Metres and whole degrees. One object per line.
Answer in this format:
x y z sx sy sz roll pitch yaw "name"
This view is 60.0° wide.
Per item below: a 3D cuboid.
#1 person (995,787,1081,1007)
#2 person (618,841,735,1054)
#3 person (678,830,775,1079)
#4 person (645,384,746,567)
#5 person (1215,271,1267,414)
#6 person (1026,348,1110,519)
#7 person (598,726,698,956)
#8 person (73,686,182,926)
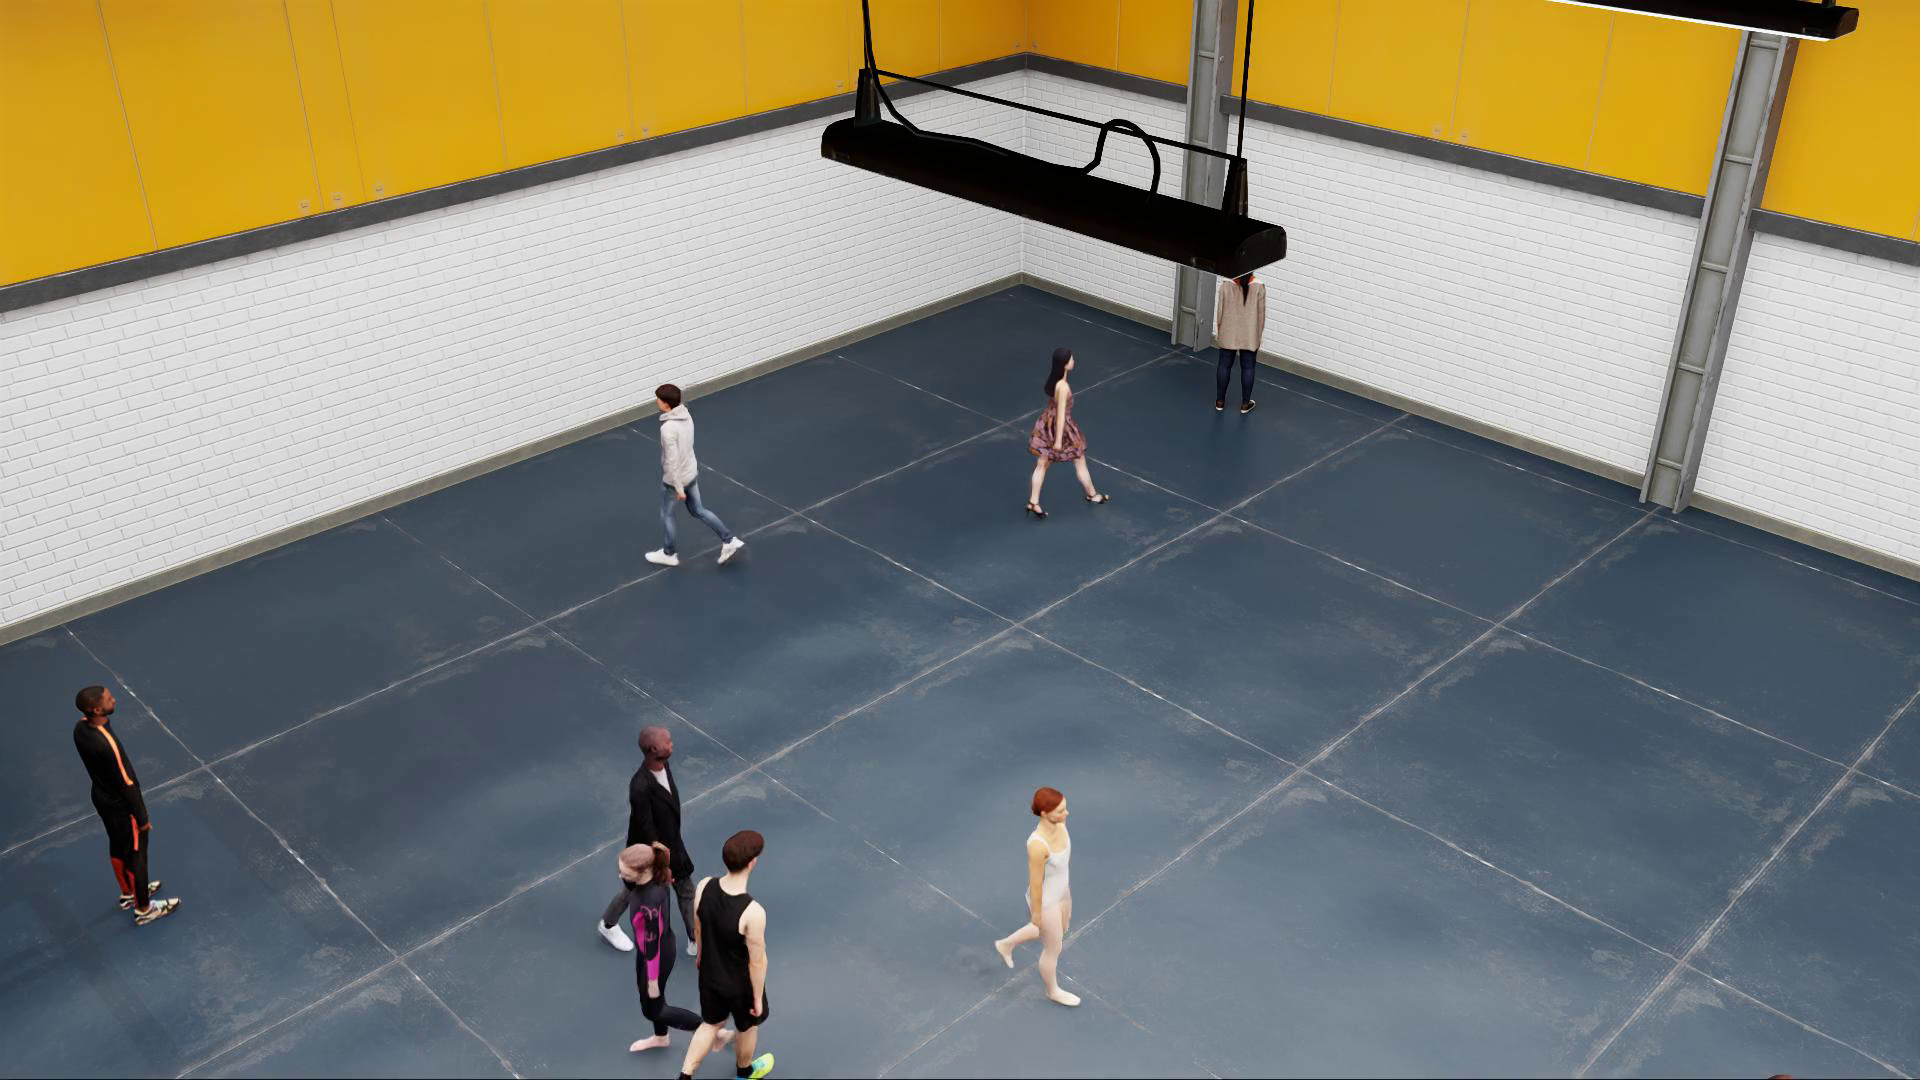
0.481 2.187 10.321 0.915 1.631 0.746 12 31 20 "person"
-1.705 2.454 9.740 0.955 1.718 0.932 -1 29 -3 "person"
-1.364 2.526 9.455 1.043 1.865 0.917 14 32 24 "person"
-2.450 -0.559 15.154 1.273 1.823 1.074 6 29 11 "person"
3.074 -2.319 18.310 0.765 1.891 0.871 9 30 15 "person"
0.848 -0.990 16.037 0.984 1.734 1.112 -9 30 -16 "person"
-2.051 1.962 10.640 1.225 1.719 0.952 11 31 19 "person"
-5.567 1.735 10.968 0.513 1.806 0.703 21 35 33 "person"
